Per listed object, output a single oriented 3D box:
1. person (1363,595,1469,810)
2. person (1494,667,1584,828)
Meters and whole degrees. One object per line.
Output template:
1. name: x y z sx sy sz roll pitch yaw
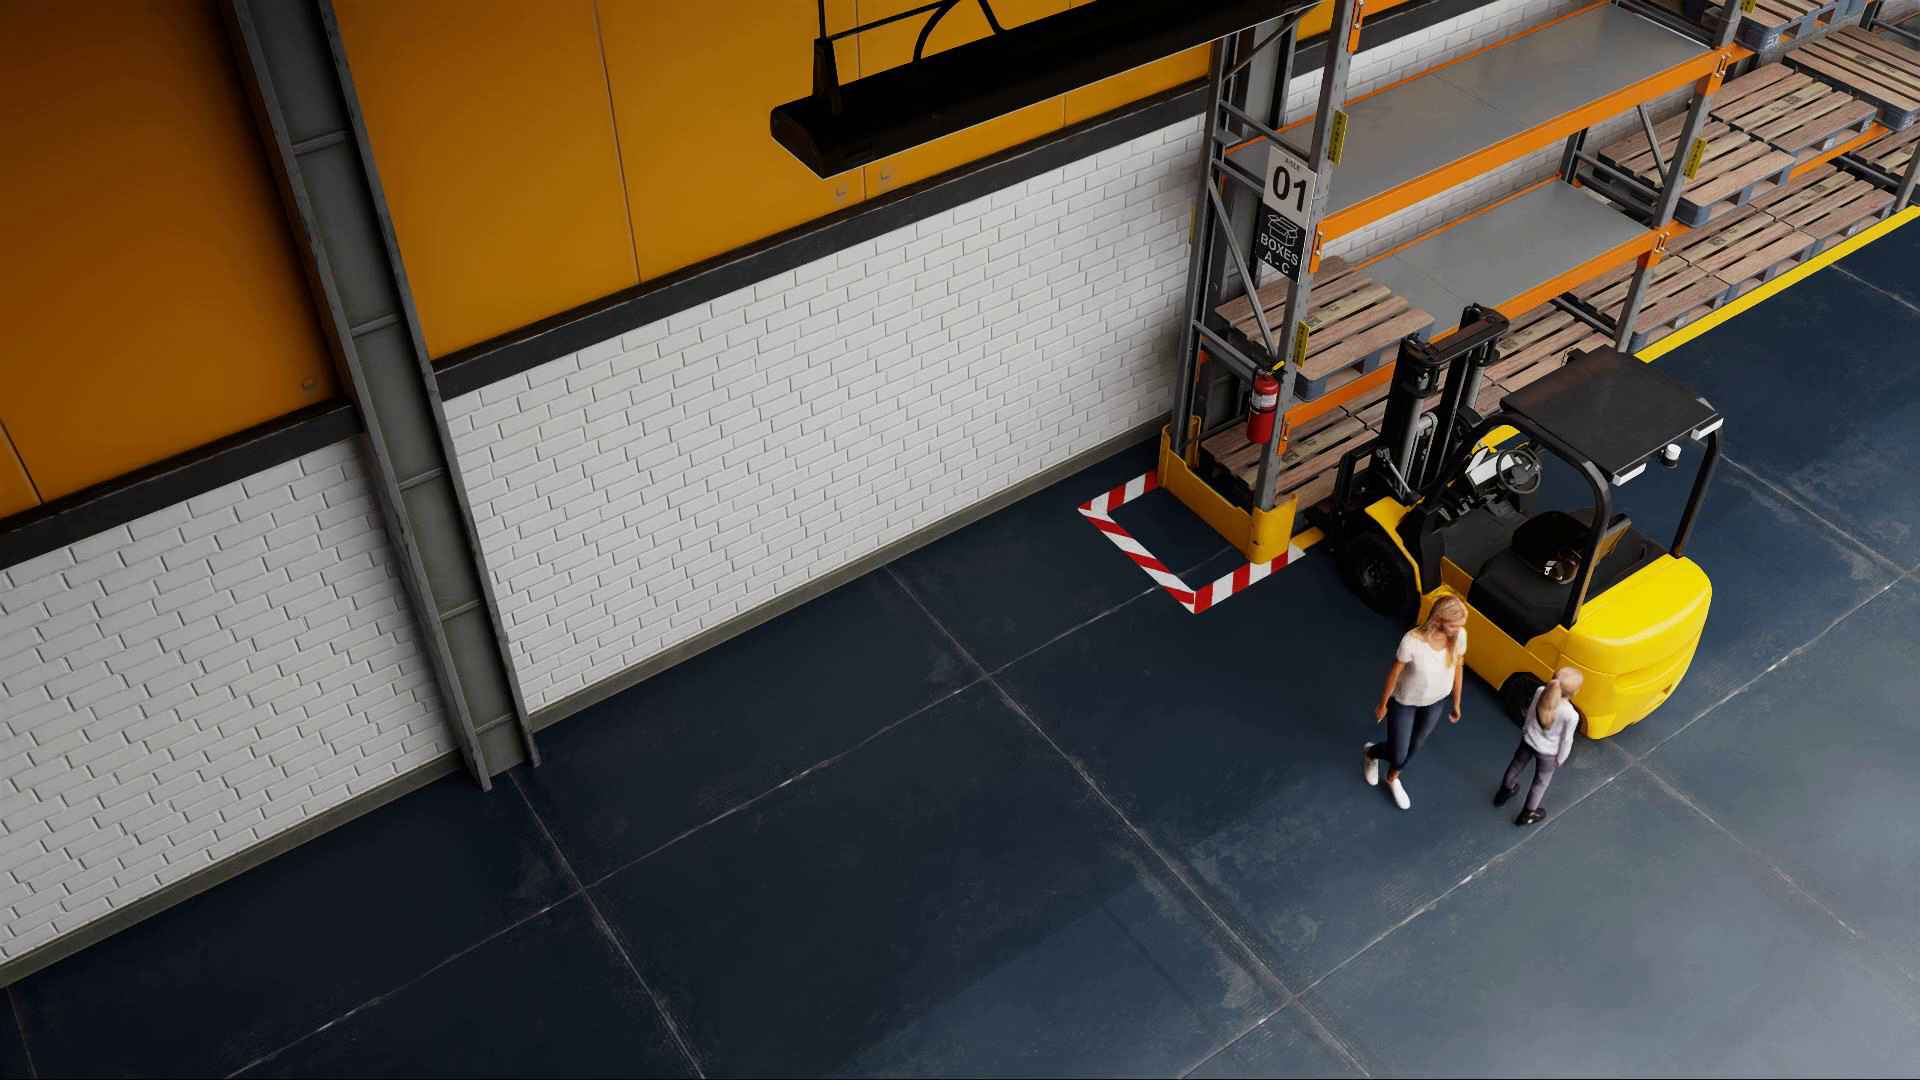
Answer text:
1. person: 2.683 0.905 9.973 0.707 1.791 0.793 -14 45 -14
2. person: 3.495 1.227 10.008 0.488 1.275 0.488 -23 48 -22
